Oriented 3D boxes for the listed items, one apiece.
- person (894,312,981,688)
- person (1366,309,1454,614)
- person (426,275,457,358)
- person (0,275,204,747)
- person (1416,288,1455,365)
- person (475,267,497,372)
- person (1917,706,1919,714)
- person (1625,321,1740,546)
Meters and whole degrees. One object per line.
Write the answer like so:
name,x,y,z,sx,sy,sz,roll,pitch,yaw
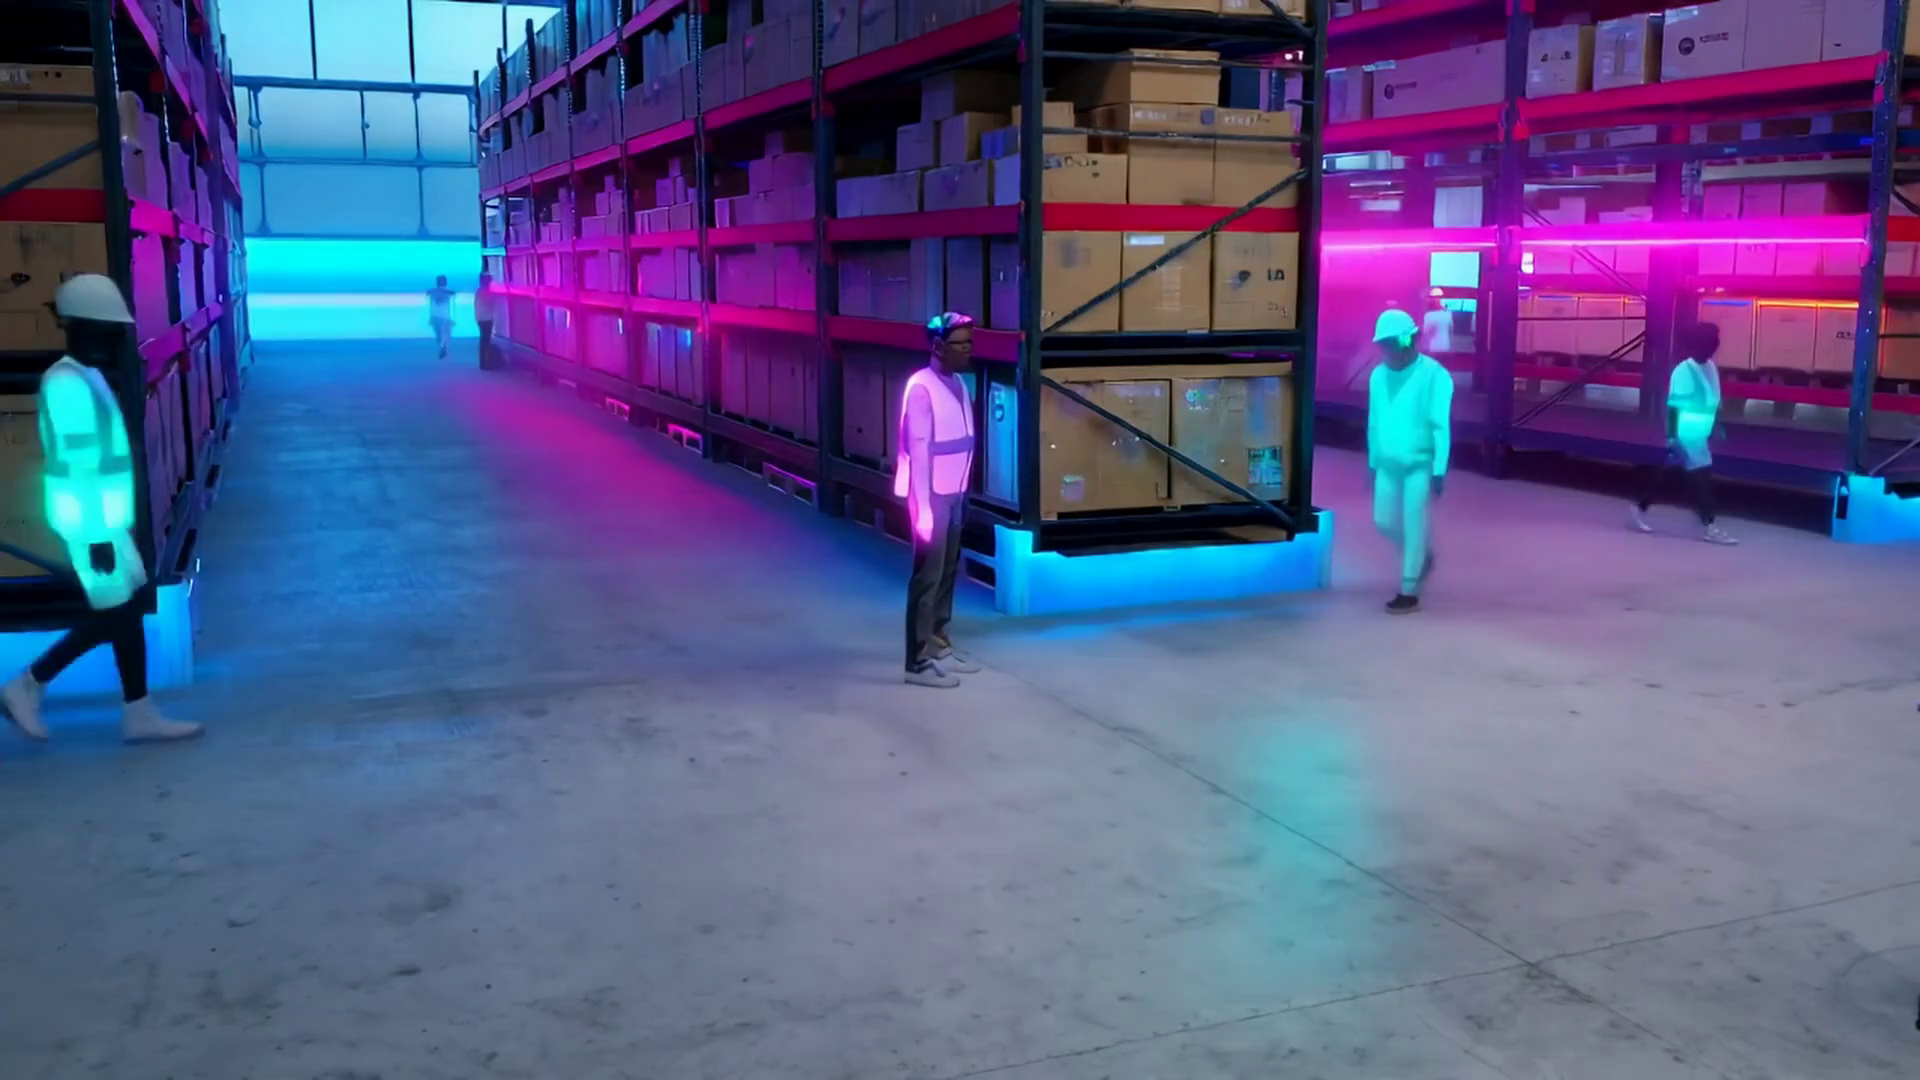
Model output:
person,-0.122,-0.202,8.198,0.381,1.836,0.564,3,10,19
person,2.699,-0.478,9.949,0.552,1.801,0.615,-8,13,-41
person,-11.141,-4.788,35.732,0.641,1.816,0.747,-1,10,-7
person,-3.660,-0.089,6.959,0.704,2.021,0.624,-3,10,-18
person,6.283,-2.485,22.149,0.548,1.728,0.743,-5,11,-29
person,-9.033,-4.202,31.688,0.393,1.990,0.616,-3,10,-15
person,4.653,-0.117,7.512,0.642,1.900,0.400,-9,13,-43
person,5.398,-0.813,12.417,0.873,1.654,0.527,9,13,44
